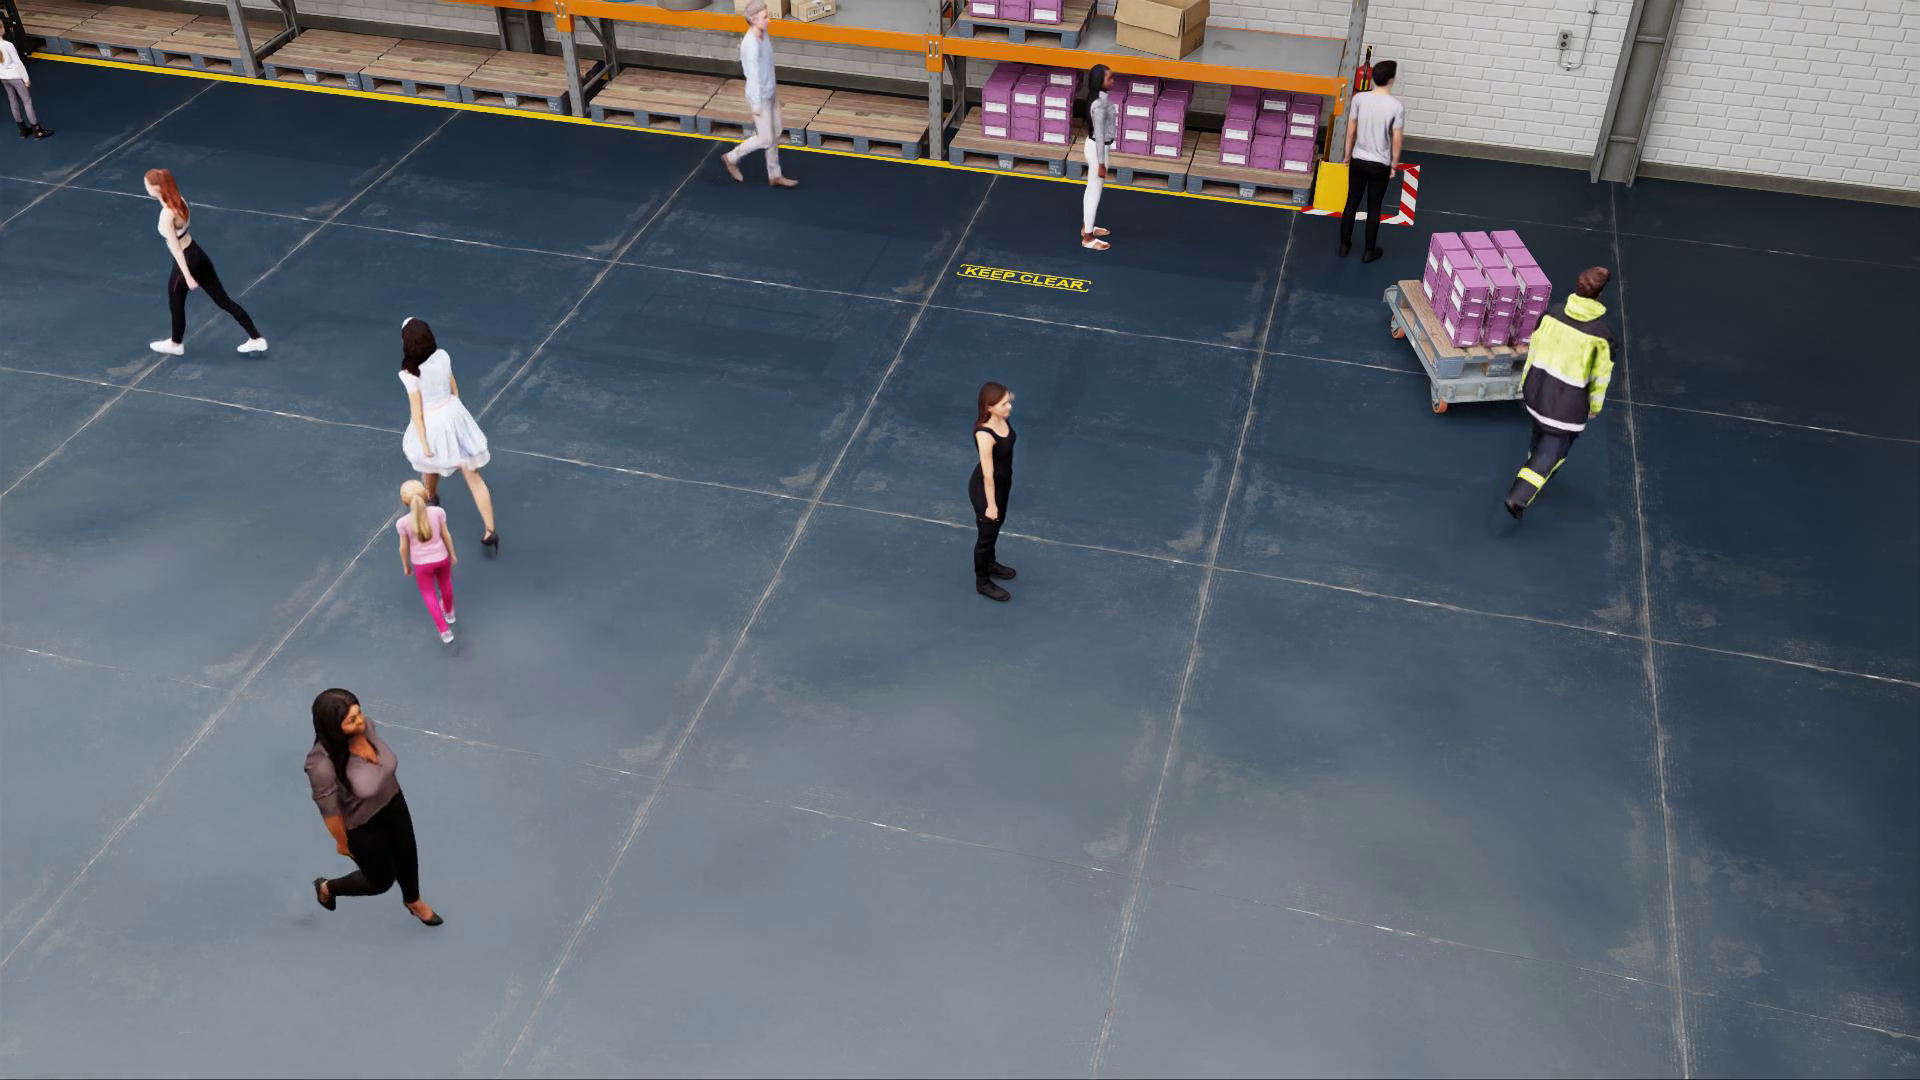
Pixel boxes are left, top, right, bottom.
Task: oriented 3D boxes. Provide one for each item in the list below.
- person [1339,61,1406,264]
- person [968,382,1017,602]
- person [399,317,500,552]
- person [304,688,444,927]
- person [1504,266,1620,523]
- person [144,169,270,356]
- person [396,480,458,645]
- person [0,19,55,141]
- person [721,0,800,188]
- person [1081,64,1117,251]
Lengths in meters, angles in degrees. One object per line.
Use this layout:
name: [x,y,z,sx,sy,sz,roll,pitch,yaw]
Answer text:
person: [3.693,-3.401,14.965,0.604,1.864,0.781,22,44,25]
person: [0.220,-0.352,11.287,0.538,1.688,0.582,9,39,11]
person: [-3.549,-0.686,11.656,1.288,1.751,0.996,29,47,31]
person: [-3.242,1.474,8.891,0.873,1.825,0.639,10,40,12]
person: [4.252,-1.018,11.913,1.218,1.948,1.253,-29,47,-31]
person: [-6.199,-2.221,13.629,1.261,1.685,0.831,0,39,0]
person: [-3.500,0.149,11.000,0.784,1.263,0.832,-19,42,-22]
person: [-9.765,-4.761,17.136,0.427,1.278,0.554,11,40,13]
person: [-1.992,-4.277,16.053,0.975,1.875,0.675,7,39,9]
person: [1.262,-3.526,15.233,0.578,1.724,0.632,3,39,3]
